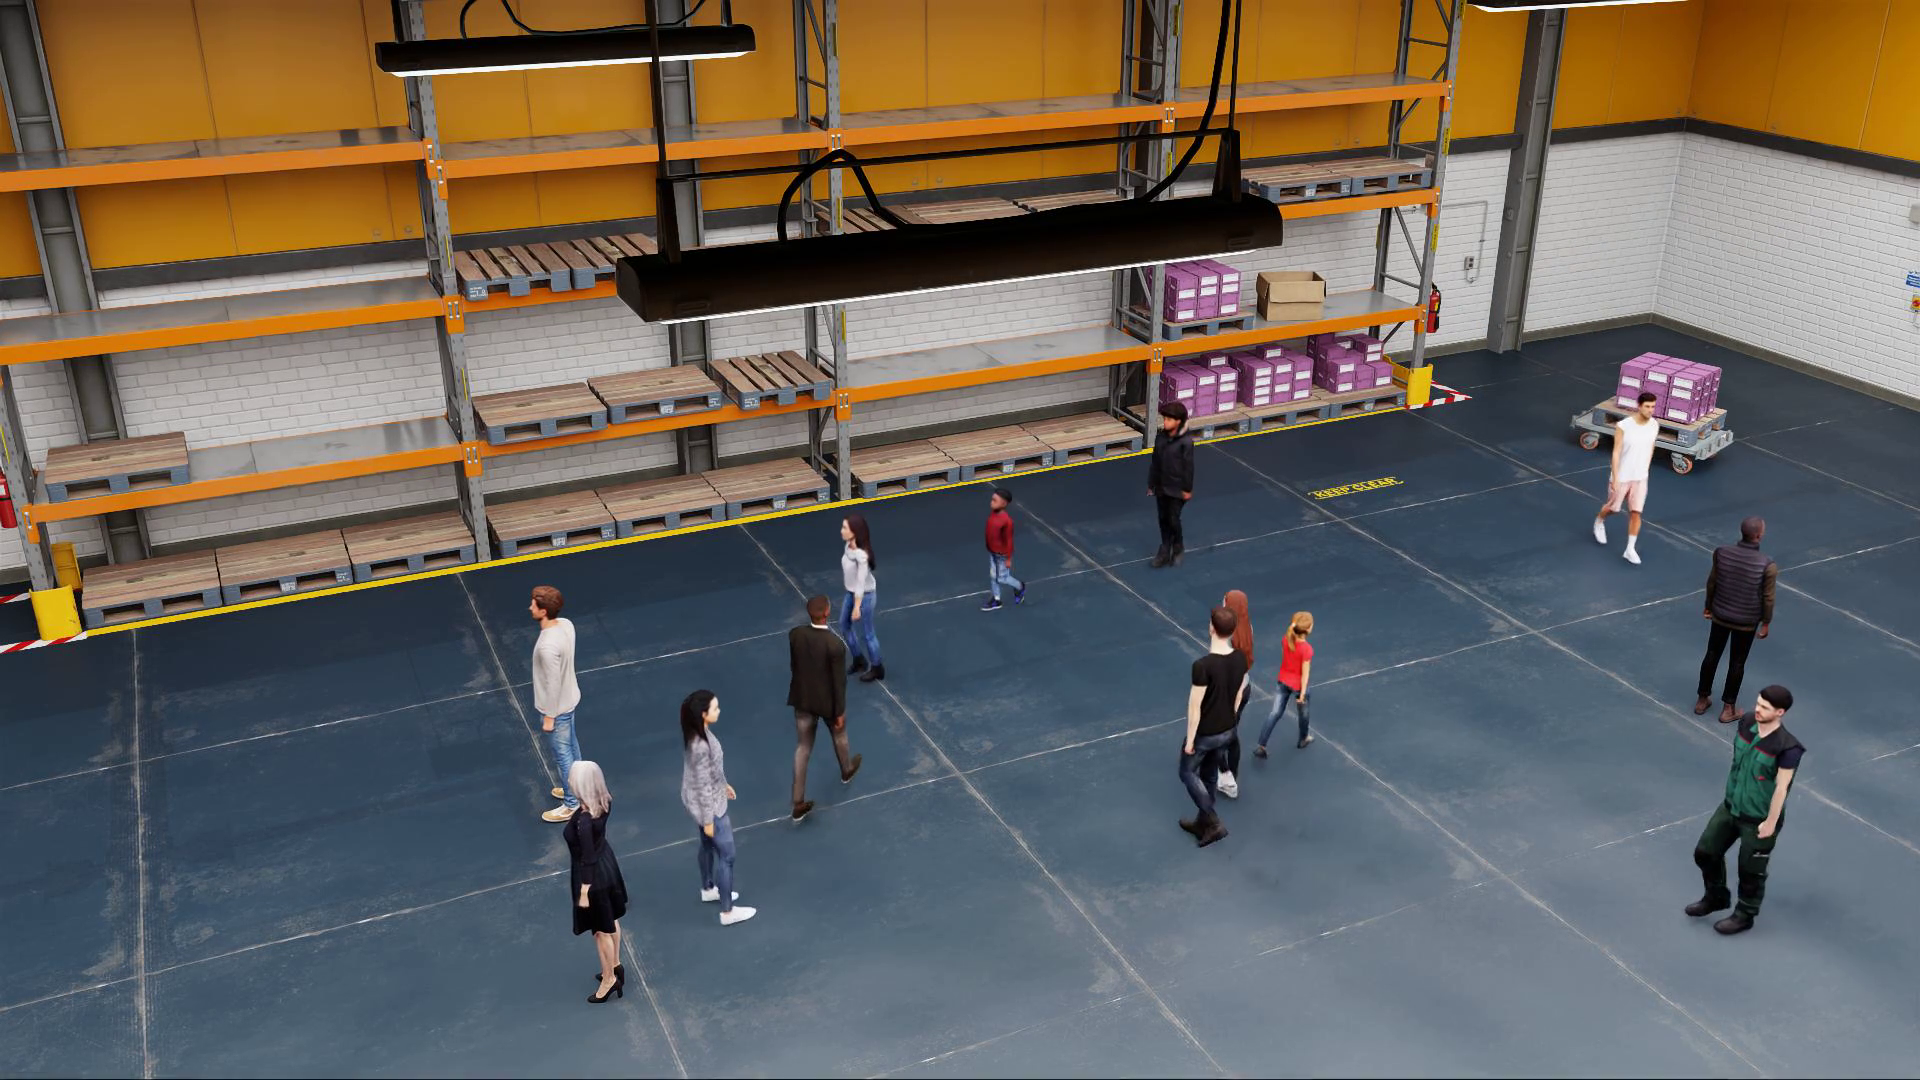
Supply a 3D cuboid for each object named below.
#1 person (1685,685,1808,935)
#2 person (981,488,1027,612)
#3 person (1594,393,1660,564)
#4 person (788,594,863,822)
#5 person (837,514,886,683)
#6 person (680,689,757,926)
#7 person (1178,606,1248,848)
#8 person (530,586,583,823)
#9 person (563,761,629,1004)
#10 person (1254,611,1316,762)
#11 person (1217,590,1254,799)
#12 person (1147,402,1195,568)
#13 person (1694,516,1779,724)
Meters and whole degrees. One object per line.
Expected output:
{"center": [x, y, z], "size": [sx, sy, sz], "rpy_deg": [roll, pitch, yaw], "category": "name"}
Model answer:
{"center": [5.407, 1.807, 11.198], "size": [0.660, 1.887, 0.686], "rpy_deg": [-9, 25, -20], "category": "person"}
{"center": [0.434, 0.087, 15.931], "size": [0.689, 1.247, 0.550], "rpy_deg": [-14, 27, -29], "category": "person"}
{"center": [6.832, -0.696, 17.075], "size": [1.129, 1.765, 0.984], "rpy_deg": [-1, 24, -2], "category": "person"}
{"center": [-1.115, 1.291, 12.552], "size": [1.155, 1.749, 1.253], "rpy_deg": [10, 26, 22], "category": "person"}
{"center": [-0.780, 0.505, 14.519], "size": [0.657, 1.613, 0.663], "rpy_deg": [-7, 24, -15], "category": "person"}
{"center": [-1.801, 1.793, 11.431], "size": [0.666, 1.726, 0.678], "rpy_deg": [-6, 24, -13], "category": "person"}
{"center": [1.890, 1.419, 12.101], "size": [0.788, 1.875, 0.800], "rpy_deg": [-16, 28, -32], "category": "person"}
{"center": [-3.023, 1.217, 12.526], "size": [0.733, 1.904, 0.754], "rpy_deg": [0, 24, 0], "category": "person"}
{"center": [-2.324, 2.158, 10.571], "size": [0.711, 1.746, 0.696], "rpy_deg": [1, 24, 2], "category": "person"}
{"center": [2.621, 1.187, 13.365], "size": [0.966, 1.286, 0.663], "rpy_deg": [-21, 31, -39], "category": "person"}
{"center": [2.136, 1.223, 12.734], "size": [0.763, 1.727, 0.668], "rpy_deg": [19, 30, 37], "category": "person"}
{"center": [2.182, -0.569, 16.788], "size": [0.731, 1.764, 0.748], "rpy_deg": [21, 31, 39], "category": "person"}
{"center": [6.481, 0.646, 13.917], "size": [0.689, 1.836, 0.765], "rpy_deg": [-21, 31, -39], "category": "person"}
